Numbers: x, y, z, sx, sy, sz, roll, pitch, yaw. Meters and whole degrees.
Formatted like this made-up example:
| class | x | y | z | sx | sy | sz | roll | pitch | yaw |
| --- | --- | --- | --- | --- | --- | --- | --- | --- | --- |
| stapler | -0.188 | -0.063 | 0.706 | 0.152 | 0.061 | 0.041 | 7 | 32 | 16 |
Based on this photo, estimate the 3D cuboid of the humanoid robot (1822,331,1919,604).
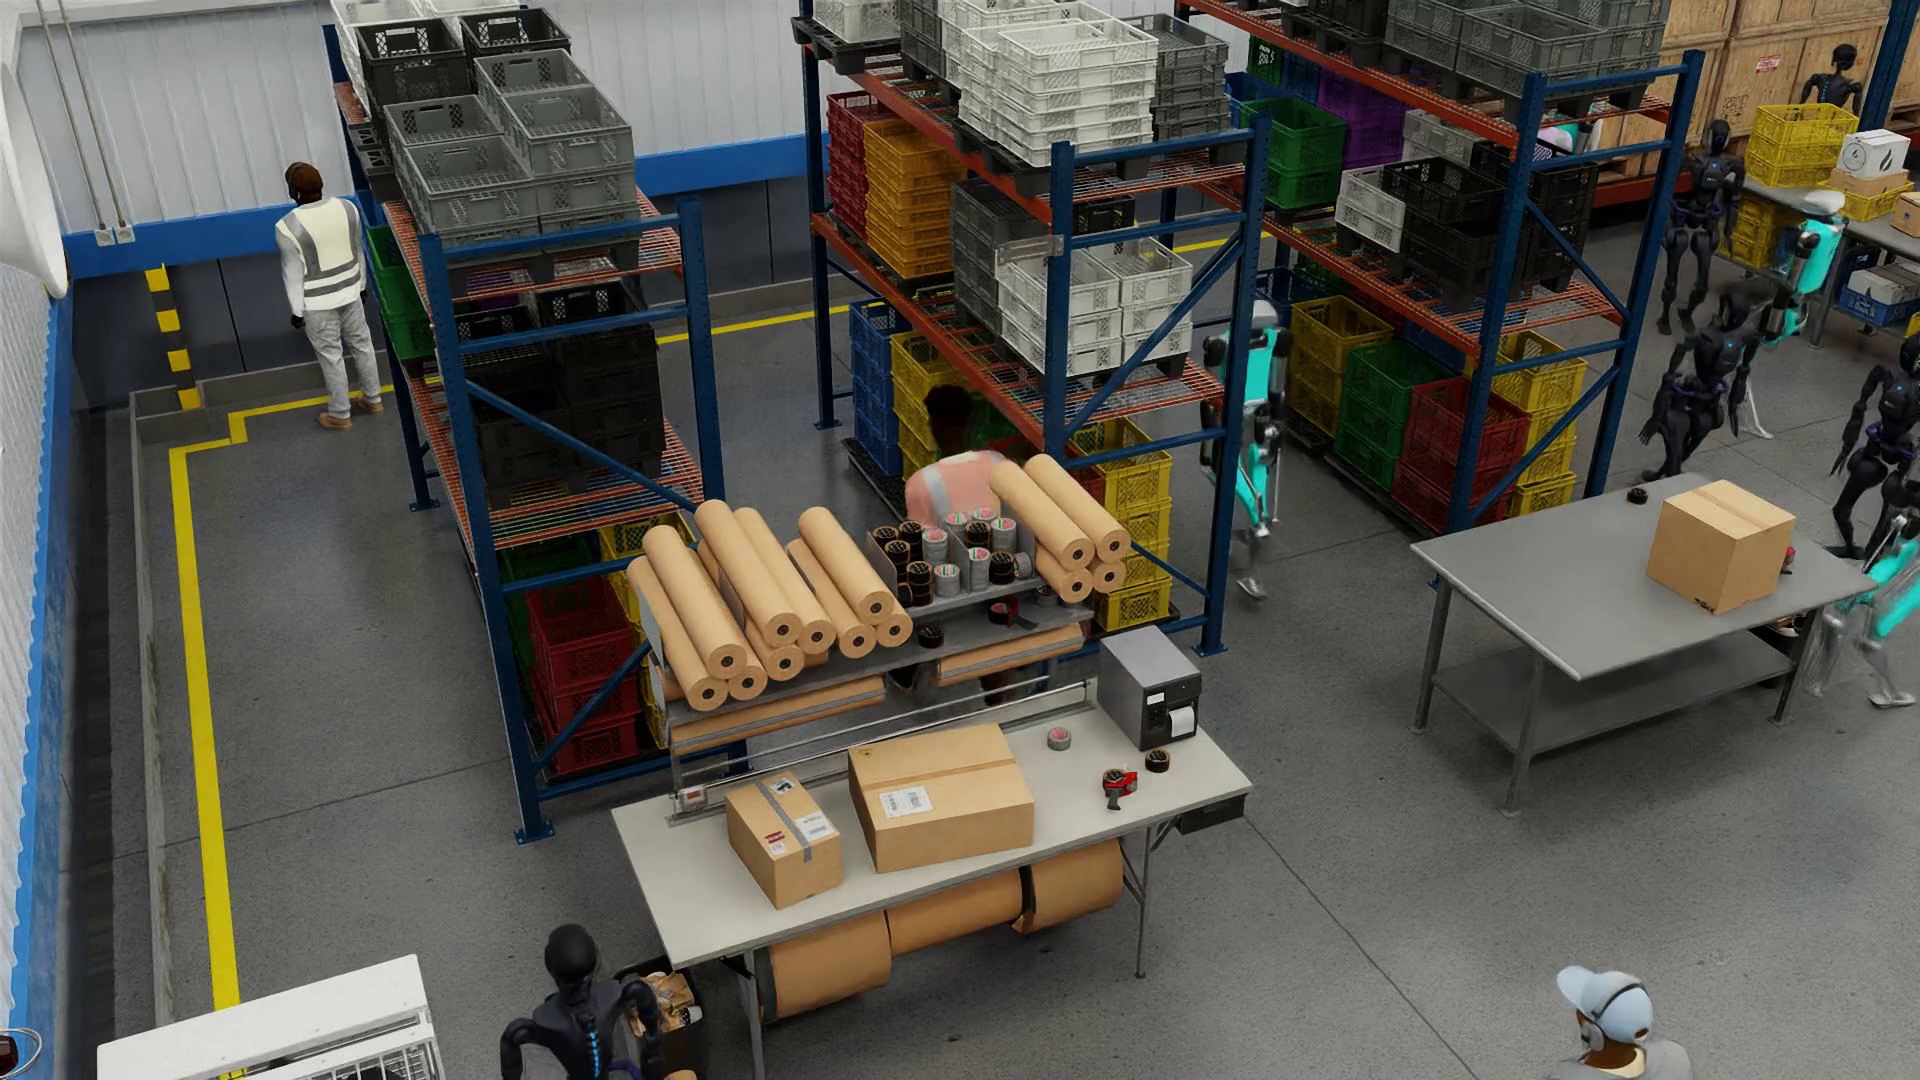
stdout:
| class | x | y | z | sx | sy | sz | roll | pitch | yaw |
| --- | --- | --- | --- | --- | --- | --- | --- | --- | --- |
| humanoid robot | 5.252 | -0.442 | 9.351 | 0.474 | 1.646 | 0.602 | -15 | 35 | -23 |

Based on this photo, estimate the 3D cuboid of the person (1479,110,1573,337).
| class | x | y | z | sx | sy | sz | roll | pitch | yaw |
| --- | --- | --- | --- | --- | --- | --- | --- | --- | --- |
| person | 4.052 | -2.371 | 12.140 | 0.604 | 2.035 | 0.381 | 0 | 32 | 0 |

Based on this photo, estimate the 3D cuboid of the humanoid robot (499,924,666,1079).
| class | x | y | z | sx | sy | sz | roll | pitch | yaw |
| --- | --- | --- | --- | --- | --- | --- | --- | --- | --- |
| humanoid robot | -1.198 | 1.954 | 5.463 | 0.589 | 1.644 | 0.472 | -19 | 37 | -28 |

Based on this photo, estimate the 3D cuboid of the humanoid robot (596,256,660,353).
| class | x | y | z | sx | sy | sz | roll | pitch | yaw |
| --- | --- | --- | --- | --- | --- | --- | --- | --- | --- |
| humanoid robot | -2.298 | -1.336 | 10.857 | 0.764 | 1.650 | 0.588 | 20 | 37 | 29 |

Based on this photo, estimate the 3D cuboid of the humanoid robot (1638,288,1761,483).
| class | x | y | z | sx | sy | sz | roll | pitch | yaw |
| --- | --- | --- | --- | --- | --- | --- | --- | --- | --- |
| humanoid robot | 4.388 | -0.832 | 10.034 | 0.612 | 1.616 | 0.746 | -5 | 32 | -9 |

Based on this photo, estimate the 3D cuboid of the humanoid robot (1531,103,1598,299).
| class | x | y | z | sx | sy | sz | roll | pitch | yaw |
| --- | --- | --- | --- | --- | --- | --- | --- | --- | --- |
| humanoid robot | 4.448 | -2.734 | 12.937 | 0.725 | 1.717 | 0.530 | -2 | 32 | -4 |

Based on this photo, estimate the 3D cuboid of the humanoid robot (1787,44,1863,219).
| class | x | y | z | sx | sy | sz | roll | pitch | yaw |
| --- | --- | --- | --- | --- | --- | --- | --- | --- | --- |
| humanoid robot | 7.221 | -3.338 | 14.053 | 0.452 | 1.647 | 0.602 | -19 | 36 | -27 |

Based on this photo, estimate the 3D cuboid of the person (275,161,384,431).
| class | x | y | z | sx | sy | sz | roll | pitch | yaw |
| --- | --- | --- | --- | --- | --- | --- | --- | --- | --- |
| person | -4.223 | -1.625 | 11.109 | 0.429 | 1.843 | 0.624 | 19 | 36 | 28 |

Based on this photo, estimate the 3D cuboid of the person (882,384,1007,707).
| class | x | y | z | sx | sy | sz | roll | pitch | yaw |
| --- | --- | --- | --- | --- | --- | --- | --- | --- | --- |
| person | -0.060 | 0.114 | 8.224 | 0.622 | 1.892 | 1.041 | -19 | 36 | -28 |

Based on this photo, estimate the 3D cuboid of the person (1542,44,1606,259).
| class | x | y | z | sx | sy | sz | roll | pitch | yaw |
| --- | --- | --- | --- | --- | --- | --- | --- | --- | --- |
| person | 4.890 | -3.122 | 13.508 | 0.569 | 1.878 | 0.339 | -2 | 32 | -3 |

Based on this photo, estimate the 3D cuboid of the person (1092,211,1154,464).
| class | x | y | z | sx | sy | sz | roll | pitch | yaw |
| --- | --- | --- | --- | --- | --- | --- | --- | --- | --- |
| person | 0.969 | -1.170 | 10.376 | 0.404 | 1.834 | 0.586 | 14 | 34 | 21 |

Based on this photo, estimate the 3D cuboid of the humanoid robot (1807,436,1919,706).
| class | x | y | z | sx | sy | sz | roll | pitch | yaw |
| --- | --- | --- | --- | --- | --- | --- | --- | --- | --- |
| humanoid robot | 4.742 | 0.117 | 8.381 | 0.786 | 1.777 | 0.541 | -16 | 35 | -24 |

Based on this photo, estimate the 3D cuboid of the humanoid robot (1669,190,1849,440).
| class | x | y | z | sx | sy | sz | roll | pitch | yaw |
| --- | --- | --- | --- | --- | --- | --- | --- | --- | --- |
| humanoid robot | 5.251 | -1.529 | 11.101 | 0.547 | 1.824 | 0.888 | -25 | 39 | -34 |

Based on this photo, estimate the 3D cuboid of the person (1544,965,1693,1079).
| class | x | y | z | sx | sy | sz | roll | pitch | yaw |
| --- | --- | --- | --- | --- | --- | --- | --- | --- | --- |
| person | 1.883 | 2.023 | 5.176 | 0.587 | 1.852 | 0.380 | -13 | 34 | -21 |

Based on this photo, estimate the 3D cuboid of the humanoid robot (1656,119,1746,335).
| class | x | y | z | sx | sy | sz | roll | pitch | yaw |
| --- | --- | --- | --- | --- | --- | --- | --- | --- | --- |
| humanoid robot | 5.470 | -2.311 | 12.376 | 0.601 | 1.645 | 0.326 | 5 | 32 | 8 |

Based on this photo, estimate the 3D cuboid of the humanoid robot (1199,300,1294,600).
| class | x | y | z | sx | sy | sz | roll | pitch | yaw |
| --- | --- | --- | --- | --- | --- | --- | --- | --- | --- |
| humanoid robot | 1.654 | -0.435 | 9.290 | 0.540 | 1.745 | 1.017 | -11 | 33 | -17 |
